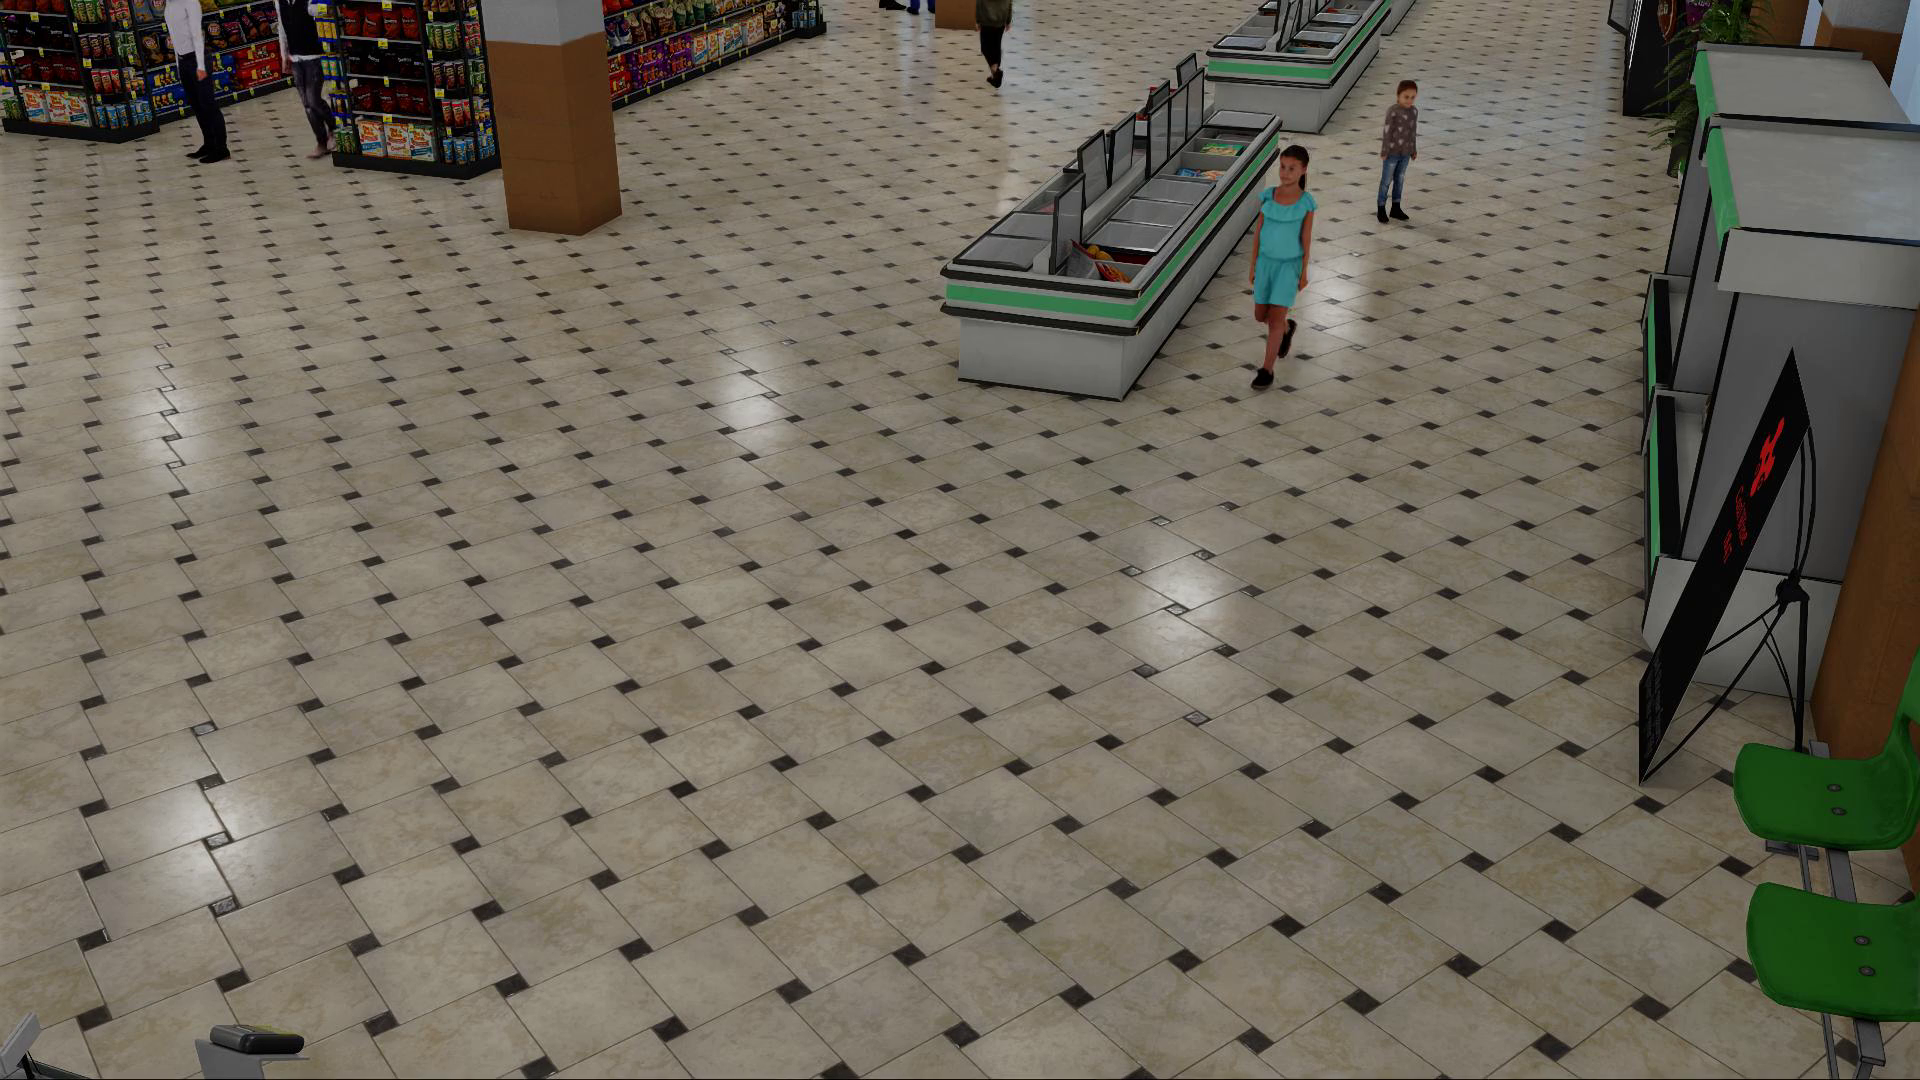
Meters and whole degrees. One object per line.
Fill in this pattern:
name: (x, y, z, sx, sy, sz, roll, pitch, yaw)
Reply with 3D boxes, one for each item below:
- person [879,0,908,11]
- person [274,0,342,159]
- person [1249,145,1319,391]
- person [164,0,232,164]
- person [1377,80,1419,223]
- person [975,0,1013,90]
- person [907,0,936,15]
person: (-1.024, -8.558, 23.686, 0.807, 1.896, 0.751, -12, 29, -23)
person: (-6.190, -4.597, 15.971, 0.700, 1.808, 0.693, 10, 29, 19)
person: (2.075, -1.770, 10.686, 0.698, 1.547, 0.960, 17, 31, 30)
person: (-7.291, -4.566, 15.851, 0.675, 1.861, 0.675, 19, 32, 33)
person: (3.717, -3.314, 14.126, 0.561, 1.189, 0.608, -9, 28, -17)
person: (0.399, -5.836, 18.798, 0.897, 1.461, 0.980, -10, 28, -18)
person: (-0.514, -8.350, 23.356, 0.782, 1.823, 0.798, -8, 28, -16)
